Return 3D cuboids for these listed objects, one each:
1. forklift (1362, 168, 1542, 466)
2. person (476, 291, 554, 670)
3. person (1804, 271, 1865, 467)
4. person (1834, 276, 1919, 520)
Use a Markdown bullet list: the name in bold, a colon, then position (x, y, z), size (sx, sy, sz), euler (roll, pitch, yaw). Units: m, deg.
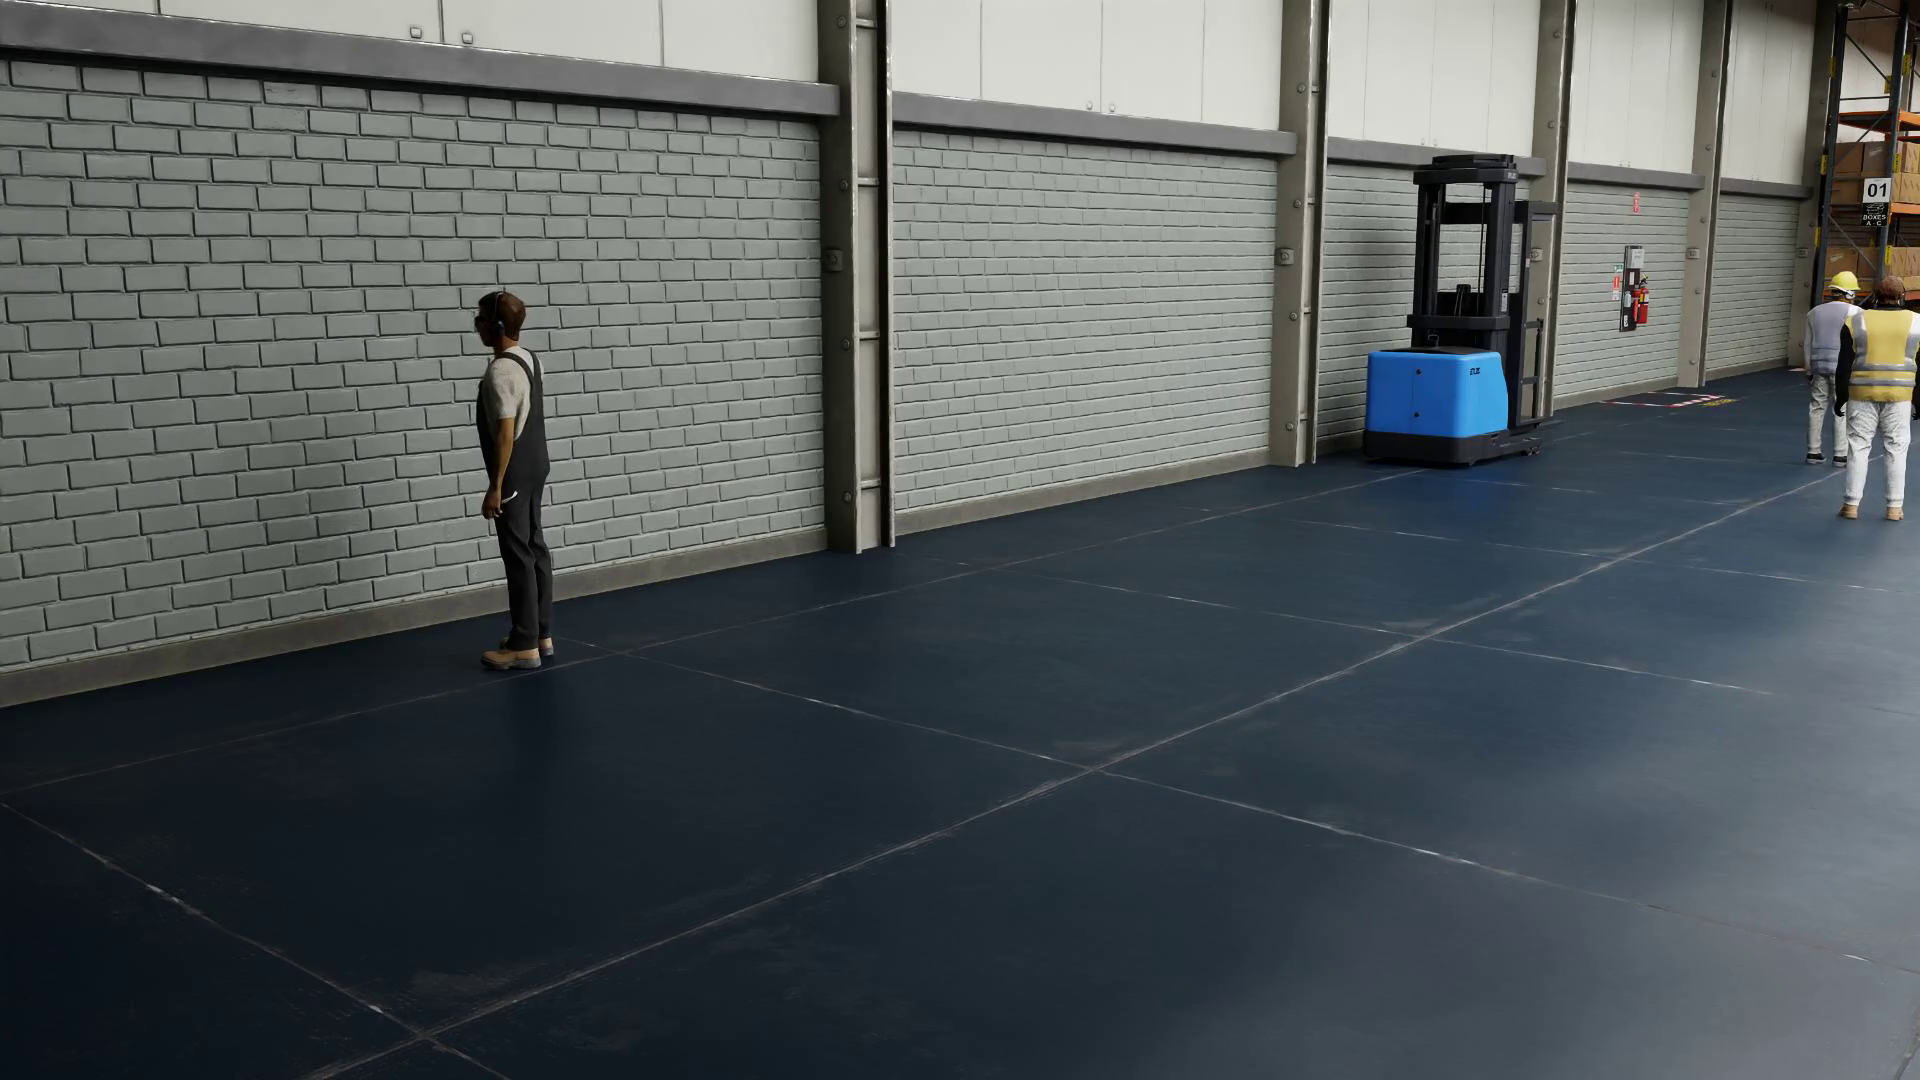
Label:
- **forklift**: position (4.875, -2.212, 16.287), size (1.129, 2.768, 1.873), euler (8, 13, 40)
- **person**: position (-2.209, -0.297, 8.202), size (0.343, 1.847, 0.506), euler (1, 10, 6)
- **person**: position (8.333, -1.630, 15.829), size (0.404, 1.834, 0.592), euler (-5, 11, -28)
- **person**: position (7.016, -1.082, 12.689), size (0.631, 1.842, 0.428), euler (4, 11, 23)
